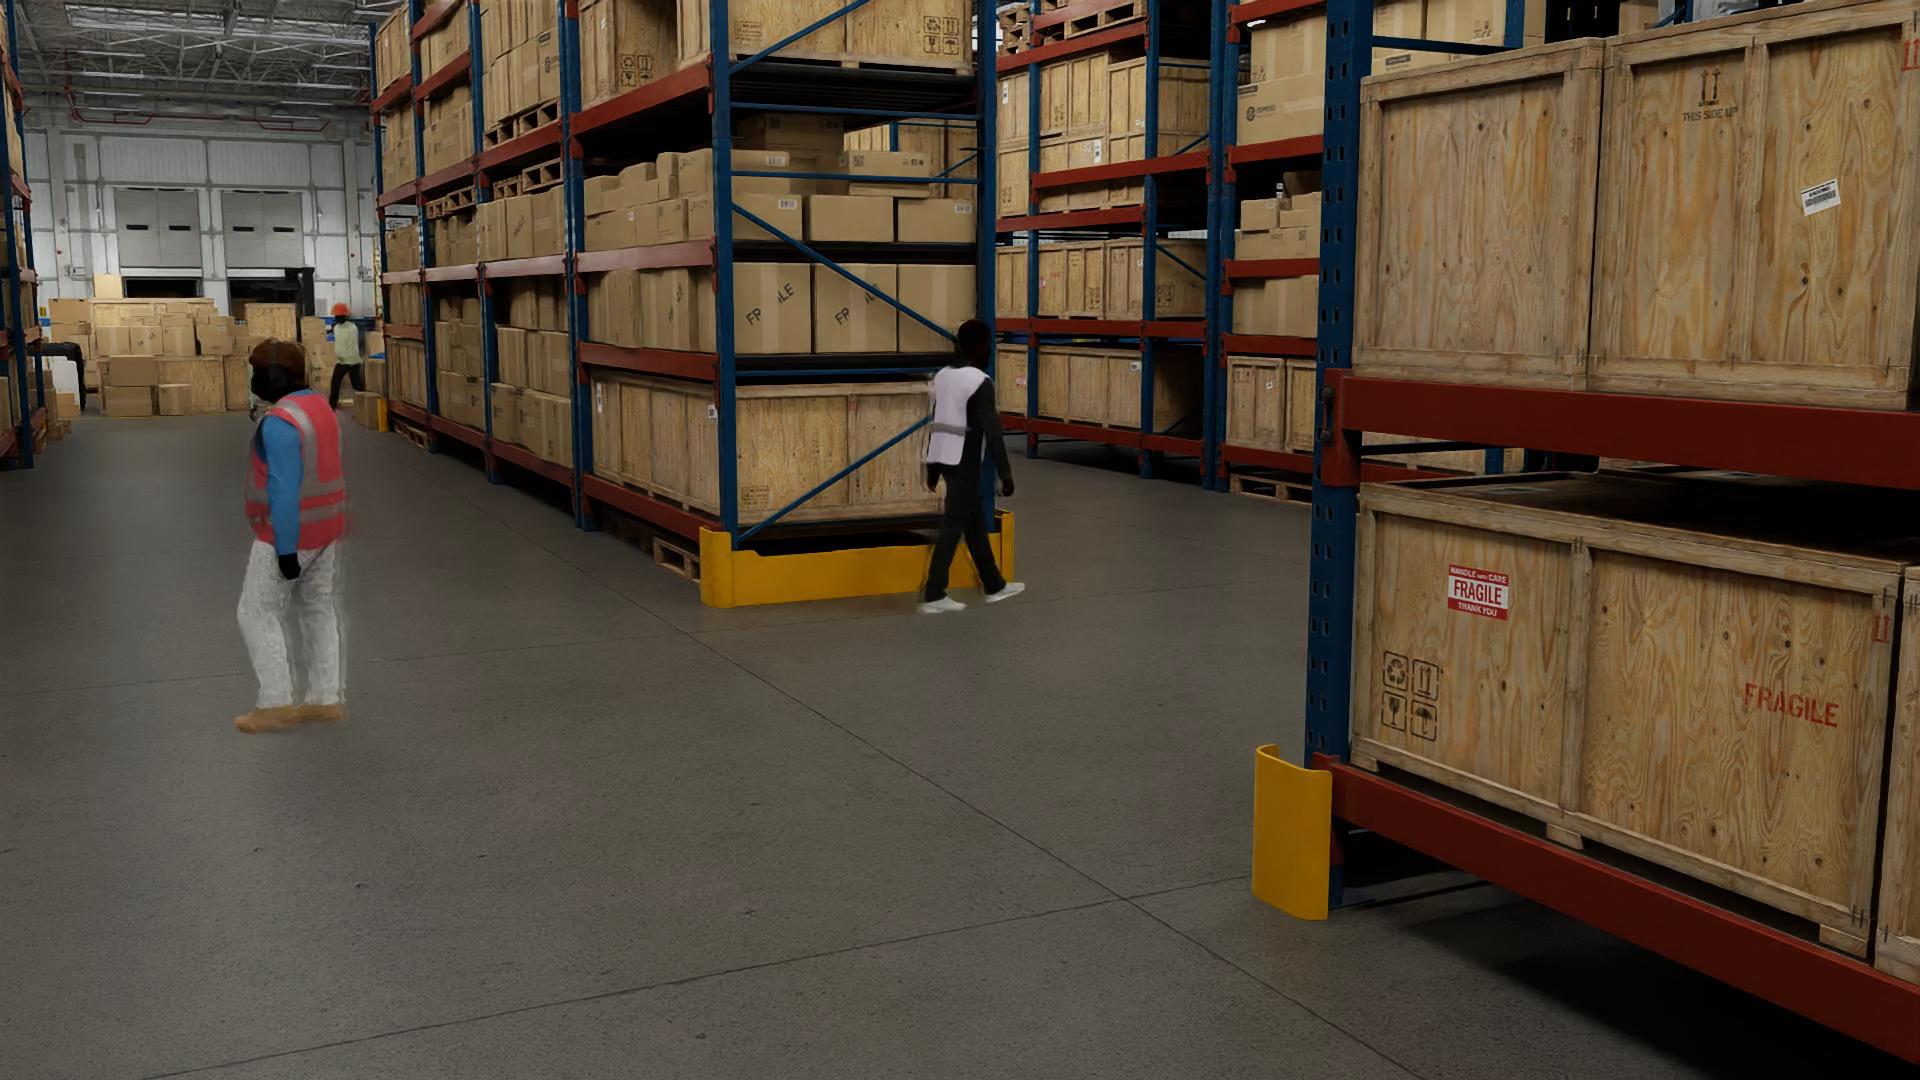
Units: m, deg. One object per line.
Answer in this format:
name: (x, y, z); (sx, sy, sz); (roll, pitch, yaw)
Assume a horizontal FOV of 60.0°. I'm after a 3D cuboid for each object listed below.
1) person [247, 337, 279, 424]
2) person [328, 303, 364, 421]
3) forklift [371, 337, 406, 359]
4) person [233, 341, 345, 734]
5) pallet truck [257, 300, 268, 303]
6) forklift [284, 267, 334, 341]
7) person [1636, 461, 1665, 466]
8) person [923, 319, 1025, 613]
person: (-7.655, -1.462, 18.532); (0.512, 1.609, 0.755); (-3, 9, -21)
person: (-10.163, -2.906, 27.307); (0.616, 1.946, 0.966); (5, 10, 31)
forklift: (-9.287, -3.606, 28.953); (1.129, 2.768, 1.873); (3, 9, 18)
person: (-3.196, -0.016, 7.815); (0.581, 1.825, 0.645); (0, 8, 3)
pallet truck: (-23.913, -7.404, 58.171); (1.885, 1.965, 0.823); (-1, 8, -9)
forklift: (-16.872, -5.598, 42.692); (1.129, 2.768, 1.873); (7, 11, 39)
person: (5.225, -0.588, 12.409); (0.286, 1.636, 0.497); (-4, 9, -23)
person: (0.128, -0.477, 10.790); (0.920, 1.877, 0.617); (-4, 9, -28)
